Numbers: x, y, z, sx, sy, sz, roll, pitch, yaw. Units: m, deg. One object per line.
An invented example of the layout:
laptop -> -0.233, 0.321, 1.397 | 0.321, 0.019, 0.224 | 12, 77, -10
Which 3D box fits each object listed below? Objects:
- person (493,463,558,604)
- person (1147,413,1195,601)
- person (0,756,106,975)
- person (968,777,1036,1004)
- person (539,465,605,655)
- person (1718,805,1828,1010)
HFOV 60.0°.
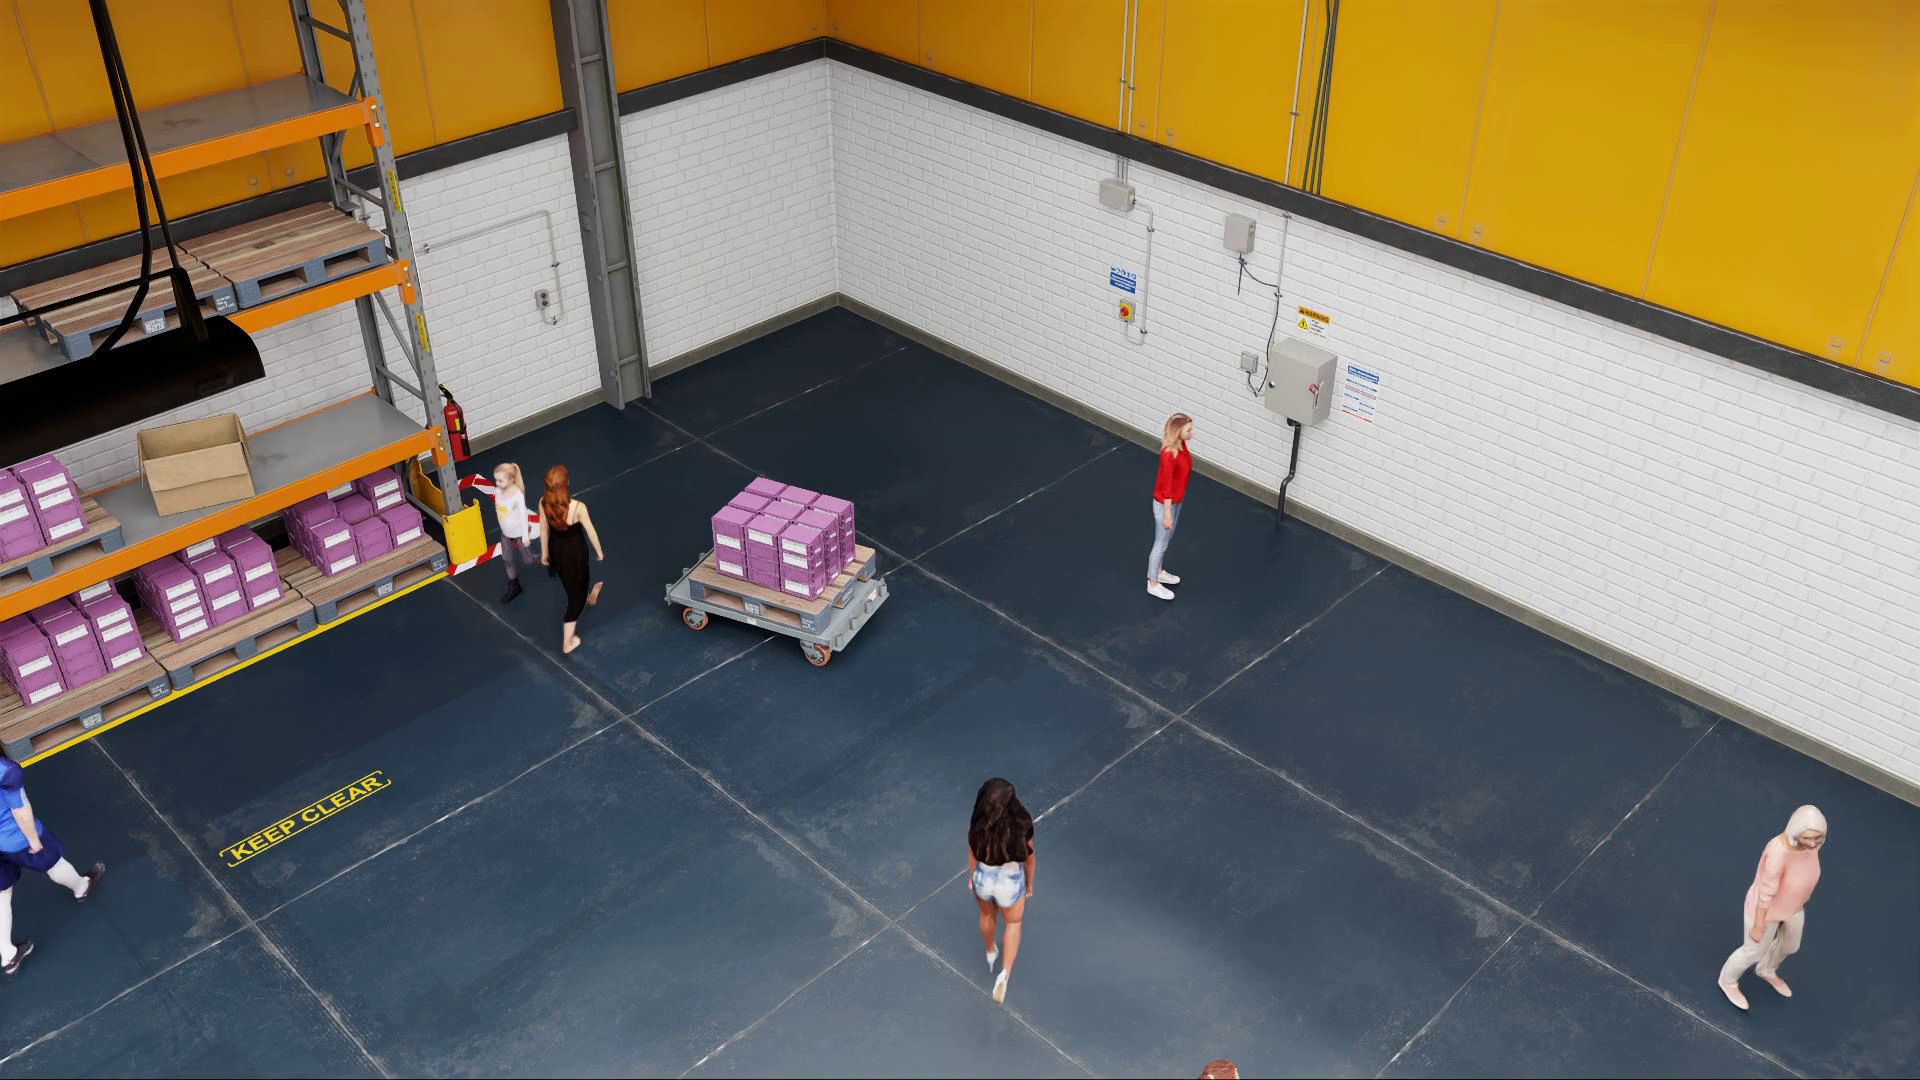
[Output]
person -> -3.649, -0.100, 13.833 | 0.590, 1.263, 0.837 | 20, 39, 27
person -> 1.731, -0.308, 13.749 | 0.753, 1.702, 0.609 | 11, 35, 15
person -> -5.985, 1.897, 10.350 | 1.150, 1.793, 1.269 | 3, 34, 5
person -> 0.231, 2.155, 10.126 | 0.845, 1.611, 0.948 | 4, 34, 6
person -> -3.123, 0.182, 13.115 | 0.917, 1.588, 1.144 | 9, 35, 14
person -> 4.895, 2.171, 10.026 | 0.606, 1.695, 0.833 | -28, 43, -35
